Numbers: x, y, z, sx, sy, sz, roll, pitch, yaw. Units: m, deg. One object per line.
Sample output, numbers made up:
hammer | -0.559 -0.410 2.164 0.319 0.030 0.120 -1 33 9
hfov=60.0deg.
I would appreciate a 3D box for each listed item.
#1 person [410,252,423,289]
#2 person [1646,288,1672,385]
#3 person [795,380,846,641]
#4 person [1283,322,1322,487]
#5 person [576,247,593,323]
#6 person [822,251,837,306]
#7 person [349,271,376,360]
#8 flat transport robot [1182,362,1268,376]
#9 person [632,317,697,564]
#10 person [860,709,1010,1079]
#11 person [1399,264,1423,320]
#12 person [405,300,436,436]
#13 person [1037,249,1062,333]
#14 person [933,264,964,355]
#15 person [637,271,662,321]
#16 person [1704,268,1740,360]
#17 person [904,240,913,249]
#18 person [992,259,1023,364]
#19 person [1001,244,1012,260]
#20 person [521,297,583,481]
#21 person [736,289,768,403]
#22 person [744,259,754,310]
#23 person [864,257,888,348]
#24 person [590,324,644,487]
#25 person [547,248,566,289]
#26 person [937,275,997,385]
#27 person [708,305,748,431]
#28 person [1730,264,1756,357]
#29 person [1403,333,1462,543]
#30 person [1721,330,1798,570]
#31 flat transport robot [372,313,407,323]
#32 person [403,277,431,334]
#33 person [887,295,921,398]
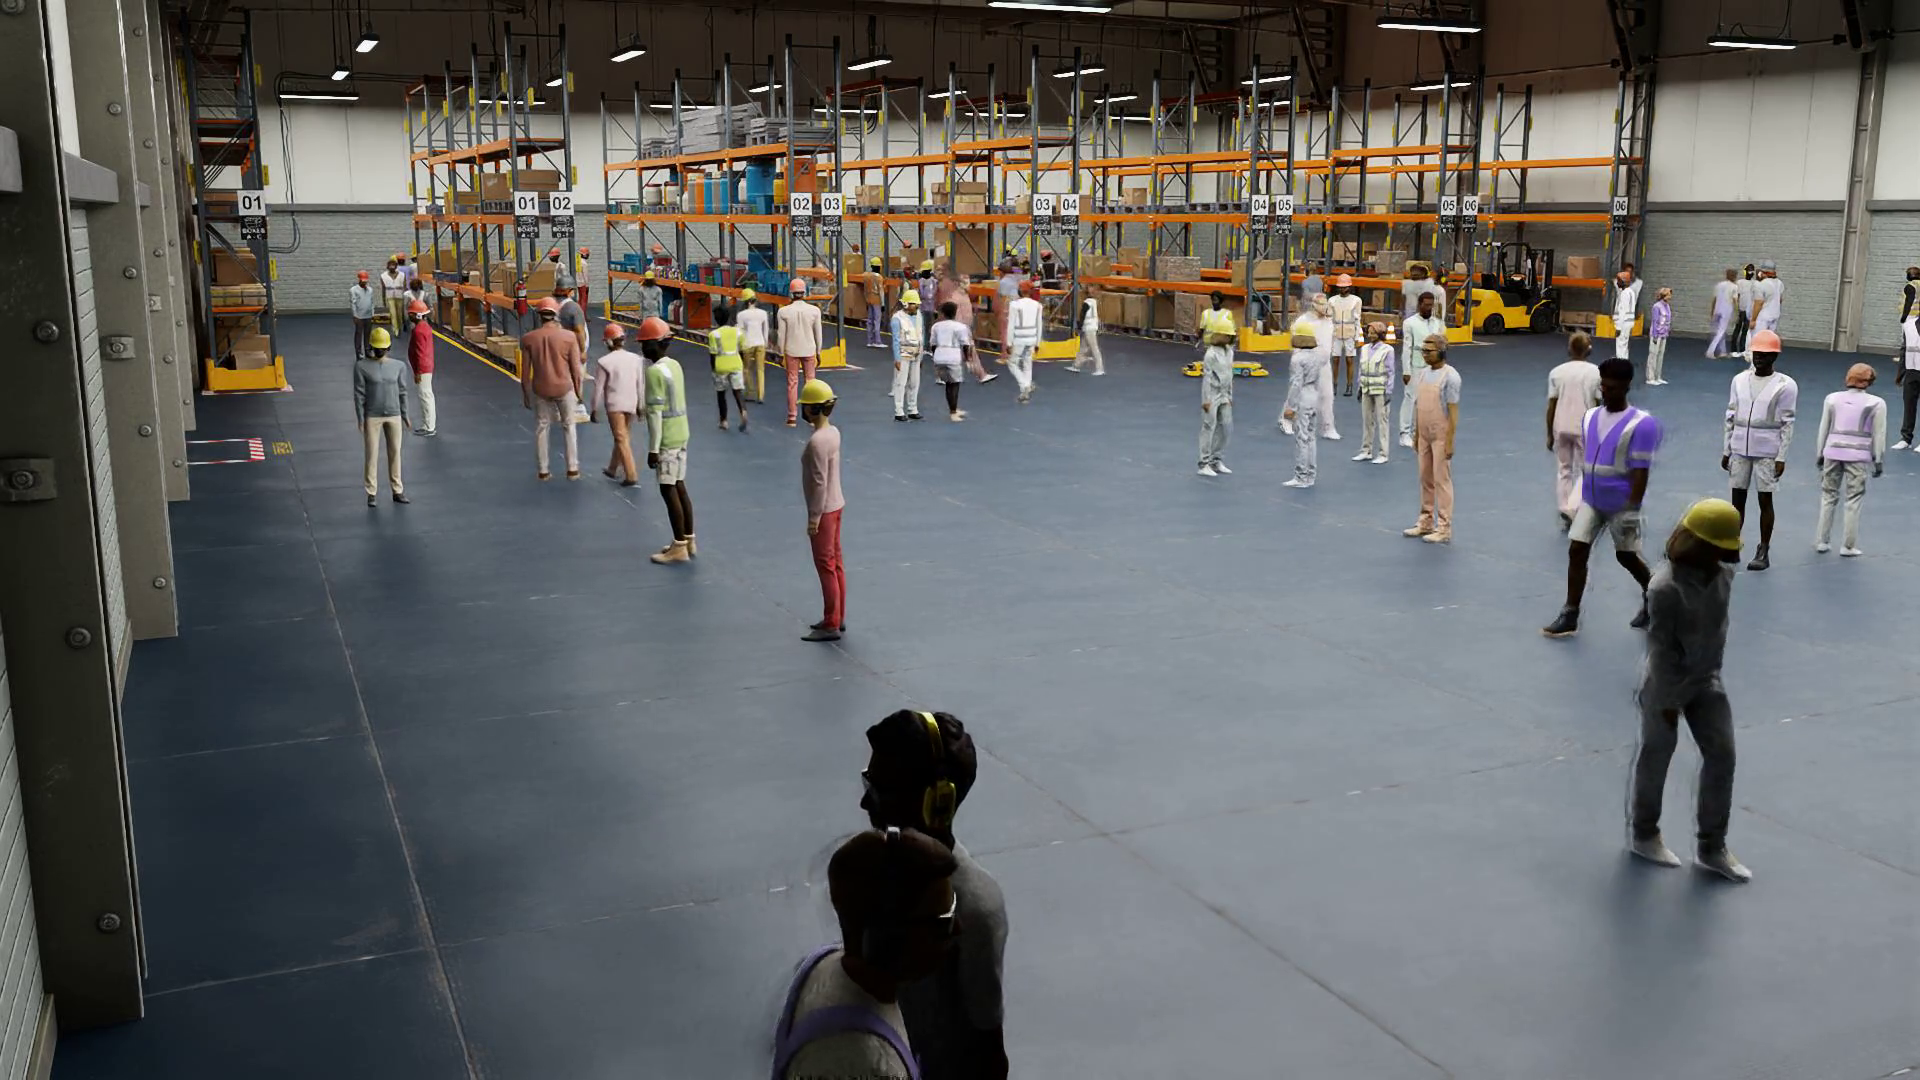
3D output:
person | -15.487 -7.312 47.396 0.322 1.765 0.533 3 12 16
person | 11.768 -3.424 27.983 0.312 1.632 0.514 11 15 43
person | -0.949 -0.200 11.246 0.320 1.767 0.534 1 11 7
person | 3.610 -1.421 17.550 0.341 1.731 0.506 10 15 41
person | -9.855 -6.686 43.668 0.412 1.987 0.608 -7 13 -30
person | -3.991 -8.102 51.571 0.585 1.701 0.642 -10 15 -43
person | -11.778 -4.445 32.881 0.343 1.741 0.561 6 13 28
flat transport robot | 4.705 -3.051 29.549 1.431 0.197 0.652 0 11 -1
person | -2.461 -0.821 13.764 0.451 2.029 0.619 1 11 6
person | -0.075 1.260 3.562 0.326 1.874 0.518 -5 12 -22
person | 9.214 -4.668 33.765 0.562 1.846 0.548 2 11 11
person | -7.003 -2.235 21.612 0.322 1.755 0.563 -2 11 -10
person | 2.126 -6.005 40.162 0.626 1.987 0.878 -2 11 -11
person | -0.242 -4.451 32.588 0.573 1.880 0.661 1 11 7
person | -6.218 -4.529 33.369 0.492 1.727 0.511 -1 11 -6
person | 15.022 -4.441 32.769 0.877 1.814 0.556 -5 12 -25
person | -1.622 -8.317 51.782 0.365 2.048 0.605 5 12 24
person | 0.886 -4.393 31.856 0.555 2.000 0.705 4 12 18
person | 1.410 -7.922 50.081 0.369 1.928 0.585 1 11 5
person | -4.387 -1.611 17.880 0.643 1.988 0.417 0 11 0
person | -3.127 -2.926 25.196 0.590 1.735 0.593 -7 13 -31
person | -5.760 -6.793 45.094 0.286 1.631 0.501 -8 13 -34
person | -1.816 -5.085 35.658 0.370 1.929 0.585 -10 15 -41
person | -3.669 -1.434 17.657 0.808 1.703 0.573 9 14 39
person | -9.717 -5.994 39.990 0.616 2.040 0.382 9 14 38
person | 0.079 -3.506 27.843 1.021 1.844 0.647 3 12 16
person | -3.038 -2.259 21.928 0.539 1.673 0.738 -7 13 -30
person | 15.722 -4.590 33.297 0.533 1.868 0.310 -4 12 -19
person | 4.171 -0.895 14.609 0.338 1.837 0.509 -4 12 -22
person | 6.445 -0.728 13.483 0.352 1.942 0.545 -9 14 -37
flat transport robot | -15.060 -5.847 43.756 0.652 0.197 1.431 3 11 13
person | -10.583 -4.306 32.485 0.514 1.625 0.402 -5 12 -22
person | -0.855 -3.002 25.883 0.535 1.601 0.805 4 12 21
